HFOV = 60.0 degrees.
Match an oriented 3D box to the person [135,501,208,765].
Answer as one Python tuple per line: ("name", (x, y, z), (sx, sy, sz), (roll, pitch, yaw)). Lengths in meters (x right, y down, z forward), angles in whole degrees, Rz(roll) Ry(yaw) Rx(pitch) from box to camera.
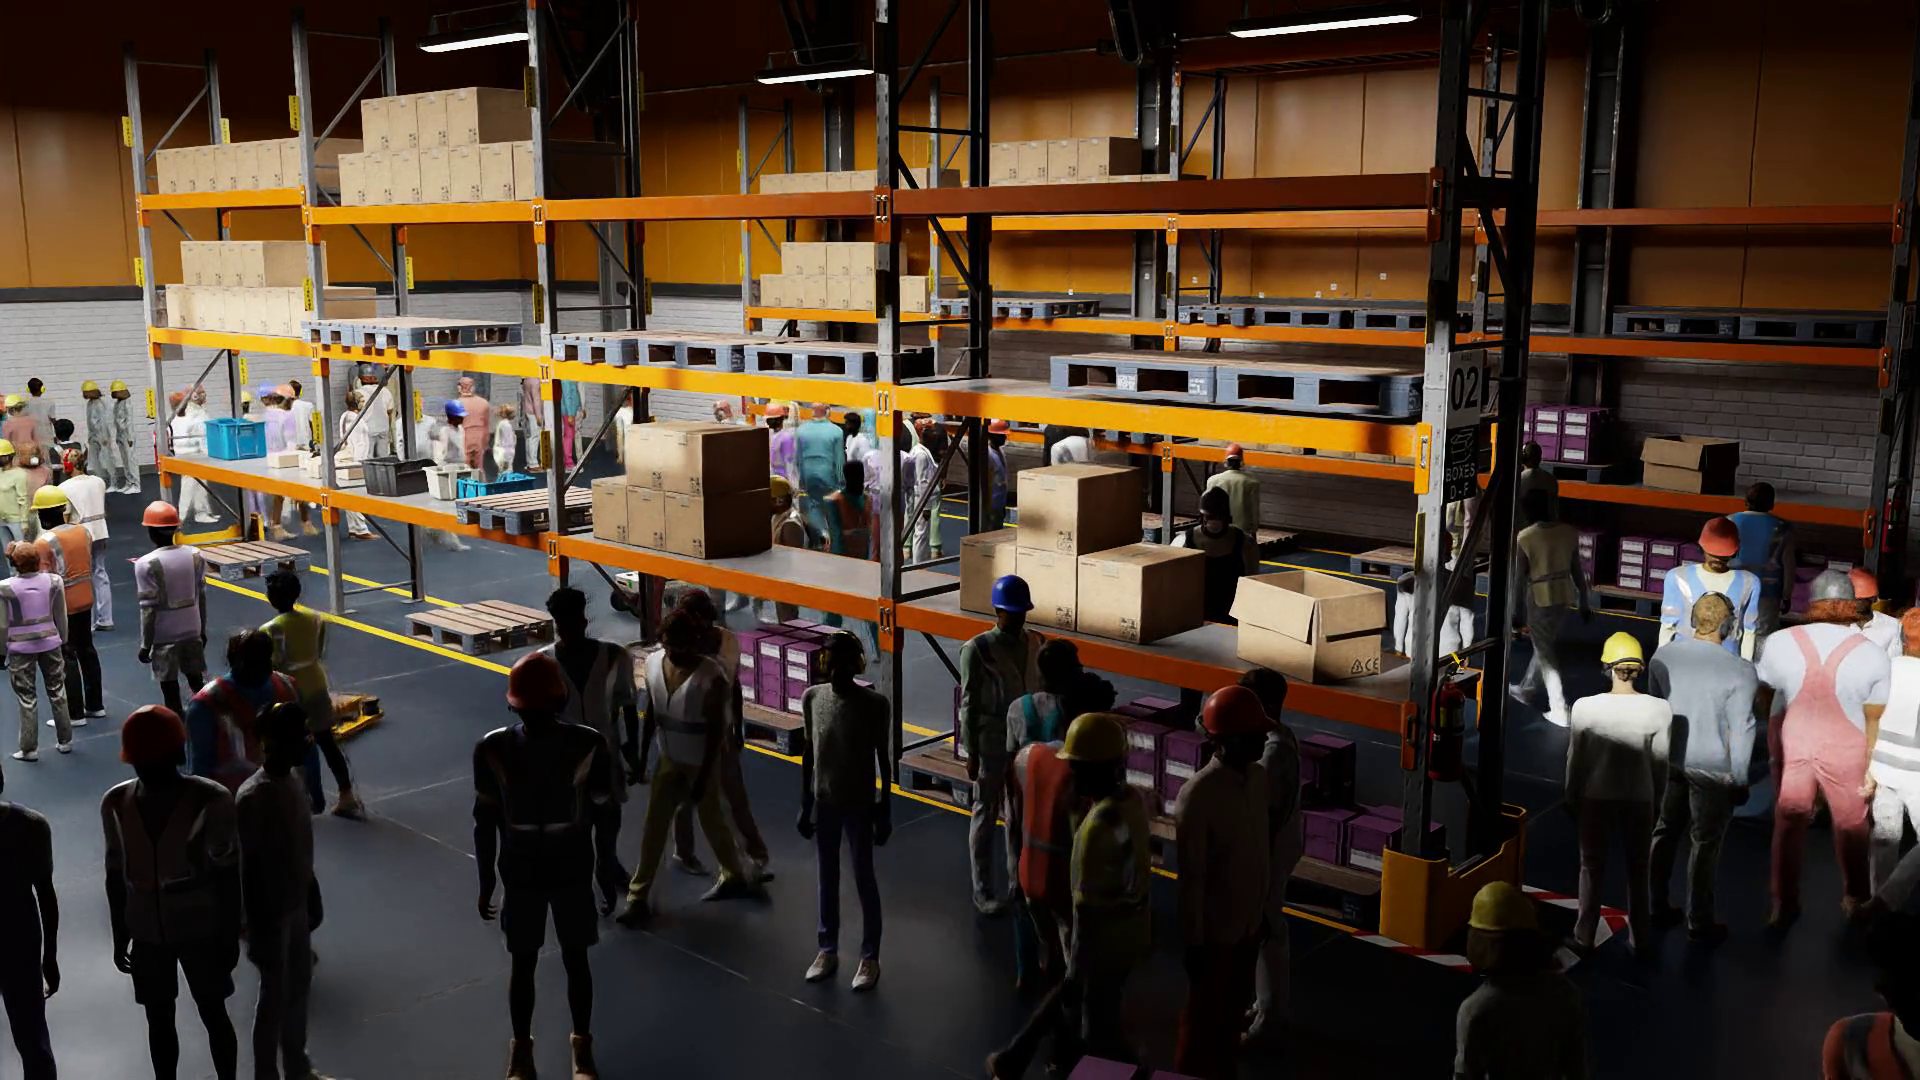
("person", (-5.759, 0.676, 12.158), (0.363, 1.939, 0.542), (5, 11, 28))

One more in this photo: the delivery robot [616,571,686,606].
("delivery robot", (-3.184, 0.431, 17.189), (0.707, 0.478, 0.477), (-8, 13, -40))

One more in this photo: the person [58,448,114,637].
("person", (-8.468, 0.027, 16.110), (0.392, 1.838, 0.561), (3, 10, 14))

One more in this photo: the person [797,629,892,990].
("person", (-0.593, 1.363, 8.504), (0.512, 1.861, 0.326), (4, 11, 22))

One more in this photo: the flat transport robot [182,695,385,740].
("flat transport robot", (-5.334, 1.356, 13.029), (1.431, 0.197, 0.652), (2, 10, 10))

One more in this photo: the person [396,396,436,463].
("person", (-7.499, -1.155, 23.027), (0.564, 1.752, 0.339), (-6, 12, -32))

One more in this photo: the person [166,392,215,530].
("person", (-10.407, -1.072, 22.381), (0.559, 1.833, 1.031), (3, 10, 16))

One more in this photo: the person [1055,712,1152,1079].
("person", (0.576, 1.636, 6.826), (0.409, 1.908, 0.589), (3, 10, 14))

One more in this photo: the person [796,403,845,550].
("person", (-1.712, -0.802, 20.668), (0.649, 1.885, 0.412), (3, 10, 17))

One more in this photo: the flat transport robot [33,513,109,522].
("flat transport robot", (-12.520, -0.370, 22.783), (1.431, 0.197, 0.652), (2, 10, 12))

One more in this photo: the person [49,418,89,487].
("person", (-10.823, -0.632, 20.234), (0.321, 1.697, 0.529), (4, 11, 19))

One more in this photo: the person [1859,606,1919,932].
("person", (5.066, 1.277, 8.963), (0.481, 1.870, 0.580), (-5, 11, -28))

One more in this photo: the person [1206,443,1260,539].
("person", (2.823, -0.134, 17.302), (0.562, 1.741, 0.364), (1, 10, 5))

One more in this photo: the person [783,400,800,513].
("person", (-2.433, -1.336, 23.563), (0.365, 1.928, 0.585), (-1, 10, -6))

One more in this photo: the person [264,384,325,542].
("person", (-8.607, -0.999, 21.434), (0.636, 2.003, 0.832), (7, 12, 35))

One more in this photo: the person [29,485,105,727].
("person", (-7.065, 0.519, 13.120), (0.395, 1.919, 0.582), (2, 10, 11))

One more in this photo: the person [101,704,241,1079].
("person", (-3.265, 1.611, 6.906), (0.544, 1.929, 0.388), (0, 10, -3))

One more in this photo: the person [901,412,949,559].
("person", (-0.475, -0.788, 20.147), (0.689, 2.000, 0.538), (1, 10, 3))

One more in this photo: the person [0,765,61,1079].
("person", (-3.896, 1.690, 6.687), (0.509, 1.846, 0.342), (-3, 10, -15))

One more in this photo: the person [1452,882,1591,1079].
("person", (1.867, 1.977, 5.519), (0.507, 1.692, 0.919), (-5, 11, -28))

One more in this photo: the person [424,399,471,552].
("person", (-6.336, -0.794, 20.543), (0.675, 1.917, 0.632), (1, 10, 5))

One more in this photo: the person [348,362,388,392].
("person", (-10.555, -2.461, 29.604), (0.688, 2.000, 0.539), (-8, 13, -37))

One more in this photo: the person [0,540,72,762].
("person", (-6.816, 0.809, 12.240), (0.308, 1.645, 0.517), (8, 13, 38))

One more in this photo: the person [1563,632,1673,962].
("person", (3.476, 1.357, 8.825), (0.521, 1.758, 0.347), (1, 10, 6))

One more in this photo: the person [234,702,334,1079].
("person", (-2.914, 1.596, 7.190), (0.330, 1.860, 0.540), (1, 10, 4))

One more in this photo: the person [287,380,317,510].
("person", (-9.522, -1.367, 23.903), (0.535, 1.869, 0.312), (-8, 13, -40))

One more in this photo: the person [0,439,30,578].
("person", (-10.052, -0.196, 17.610), (0.526, 1.761, 0.334), (5, 11, 26))

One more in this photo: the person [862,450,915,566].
("person", (-0.771, -0.327, 17.856), (0.585, 1.929, 0.368), (0, 10, -1))

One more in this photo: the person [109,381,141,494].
("person", (-12.807, -1.575, 25.469), (0.484, 1.737, 0.323), (9, 13, 41))

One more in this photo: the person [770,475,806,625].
("person", (-1.534, 0.341, 14.381), (0.403, 1.822, 0.588), (-2, 10, -14))

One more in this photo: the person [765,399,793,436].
("person", (-2.289, -0.918, 21.201), (0.362, 1.928, 0.587), (-5, 11, -27))

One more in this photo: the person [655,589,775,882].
("person", (-1.475, 1.172, 9.782), (0.590, 1.797, 0.816), (-7, 12, -36))

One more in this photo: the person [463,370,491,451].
("person", (-8.959, -2.588, 30.704), (0.651, 1.907, 0.409), (6, 12, 29))

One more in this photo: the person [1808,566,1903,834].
("person", (5.738, 1.024, 10.712), (0.573, 1.748, 0.342), (4, 11, 21))

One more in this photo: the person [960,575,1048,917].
("person", (0.271, 1.149, 9.458), (0.610, 1.947, 0.388), (-7, 12, -35))

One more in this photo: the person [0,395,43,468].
("person", (-12.977, -1.129, 22.904), (0.708, 1.736, 0.539), (3, 10, 17))

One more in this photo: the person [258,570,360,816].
("person", (-4.367, 1.013, 11.024), (0.861, 1.659, 0.527), (7, 12, 33))

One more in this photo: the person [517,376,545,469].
("person", (-7.256, -2.048, 28.156), (0.491, 1.729, 0.323), (1, 10, 4))

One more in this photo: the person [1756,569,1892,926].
("person", (4.791, 1.135, 9.276), (0.703, 2.000, 0.657), (8, 13, 37))
